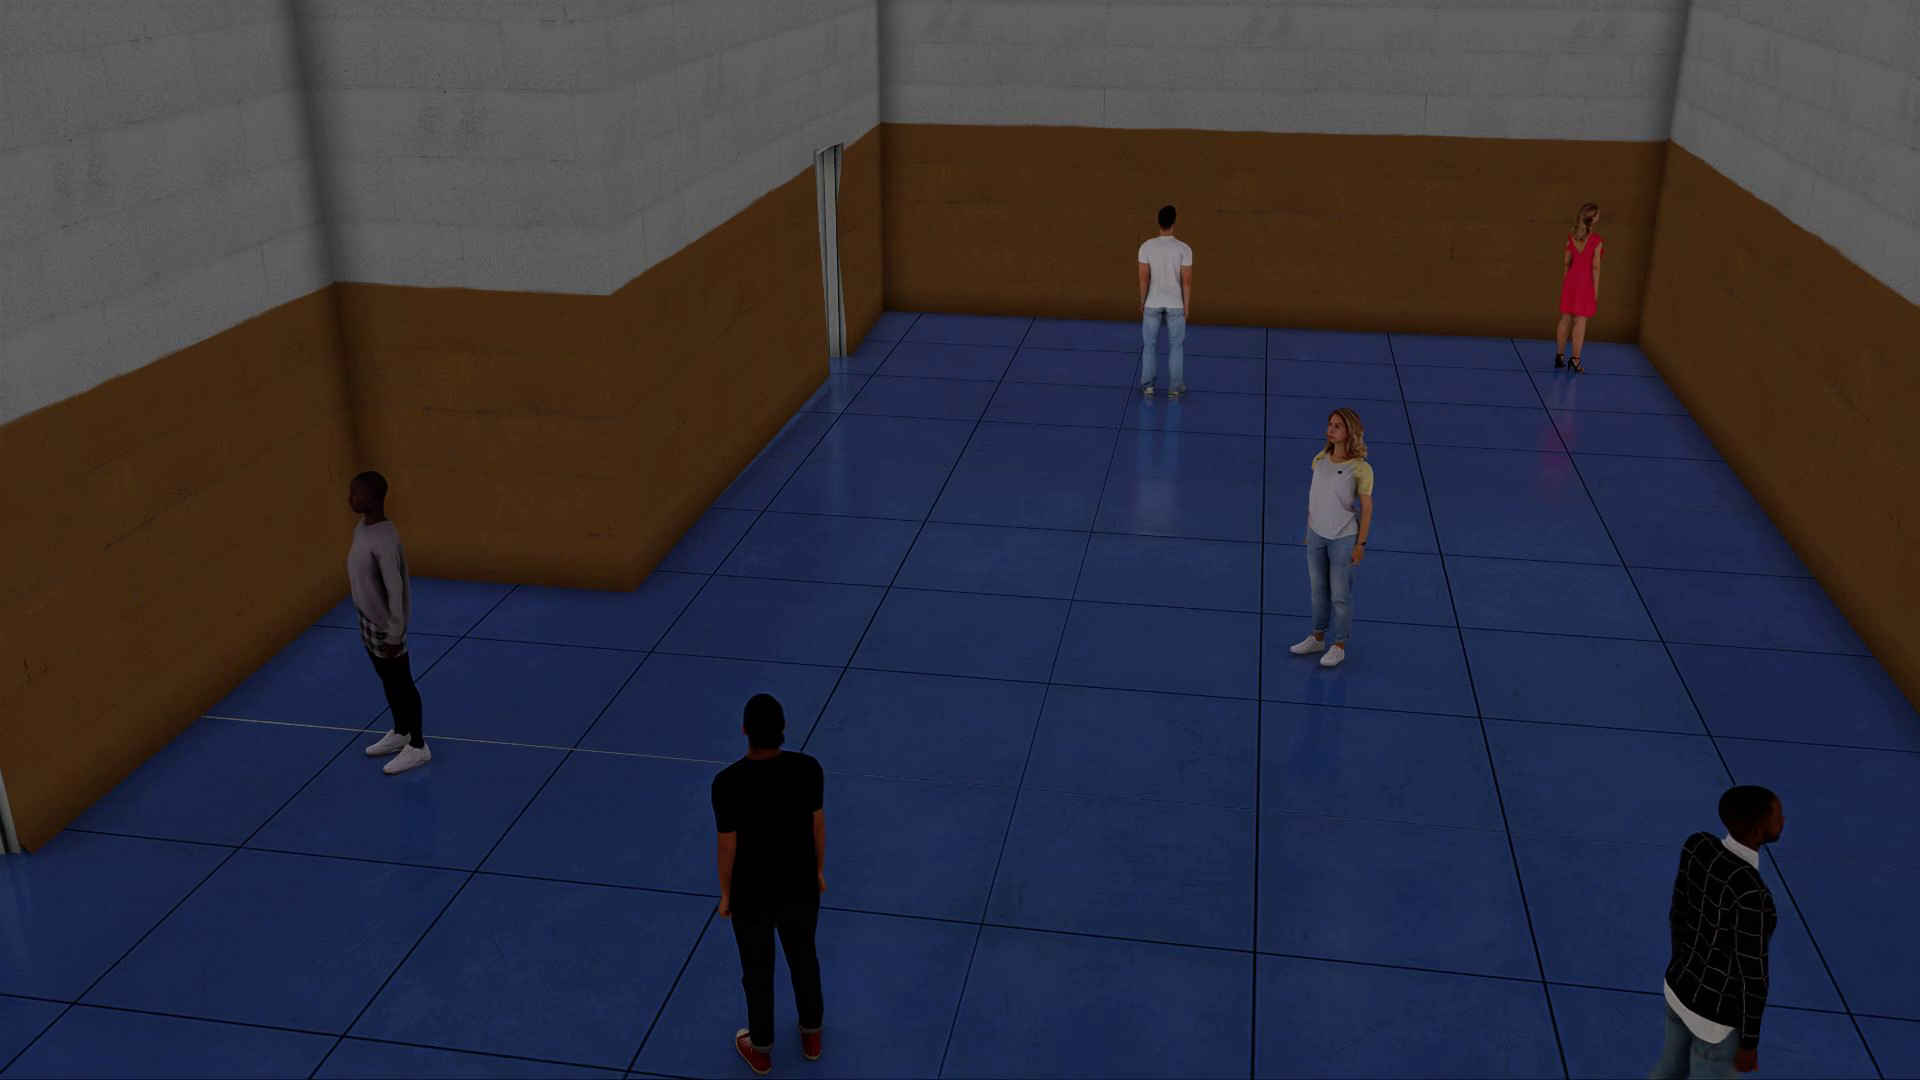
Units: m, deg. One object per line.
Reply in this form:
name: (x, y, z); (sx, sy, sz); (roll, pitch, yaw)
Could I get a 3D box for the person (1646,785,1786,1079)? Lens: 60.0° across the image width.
person: (2.781, 1.714, 6.199); (0.664, 1.820, 0.724); (-3, 22, -6)

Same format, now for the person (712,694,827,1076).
person: (-0.781, 1.438, 6.968); (0.690, 1.758, 0.786); (-9, 24, -21)

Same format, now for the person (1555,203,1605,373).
person: (6.343, -2.598, 17.052); (0.719, 1.728, 0.669); (-12, 25, -28)

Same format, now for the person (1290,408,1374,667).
person: (2.399, -0.021, 10.627); (0.761, 1.722, 0.689); (-17, 27, -36)

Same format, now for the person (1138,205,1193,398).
person: (1.990, -2.314, 16.160); (0.516, 1.866, 0.744); (5, 23, 13)

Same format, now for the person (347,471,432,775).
person: (-3.243, 0.450, 9.407); (0.756, 1.772, 0.683); (-16, 27, -35)
